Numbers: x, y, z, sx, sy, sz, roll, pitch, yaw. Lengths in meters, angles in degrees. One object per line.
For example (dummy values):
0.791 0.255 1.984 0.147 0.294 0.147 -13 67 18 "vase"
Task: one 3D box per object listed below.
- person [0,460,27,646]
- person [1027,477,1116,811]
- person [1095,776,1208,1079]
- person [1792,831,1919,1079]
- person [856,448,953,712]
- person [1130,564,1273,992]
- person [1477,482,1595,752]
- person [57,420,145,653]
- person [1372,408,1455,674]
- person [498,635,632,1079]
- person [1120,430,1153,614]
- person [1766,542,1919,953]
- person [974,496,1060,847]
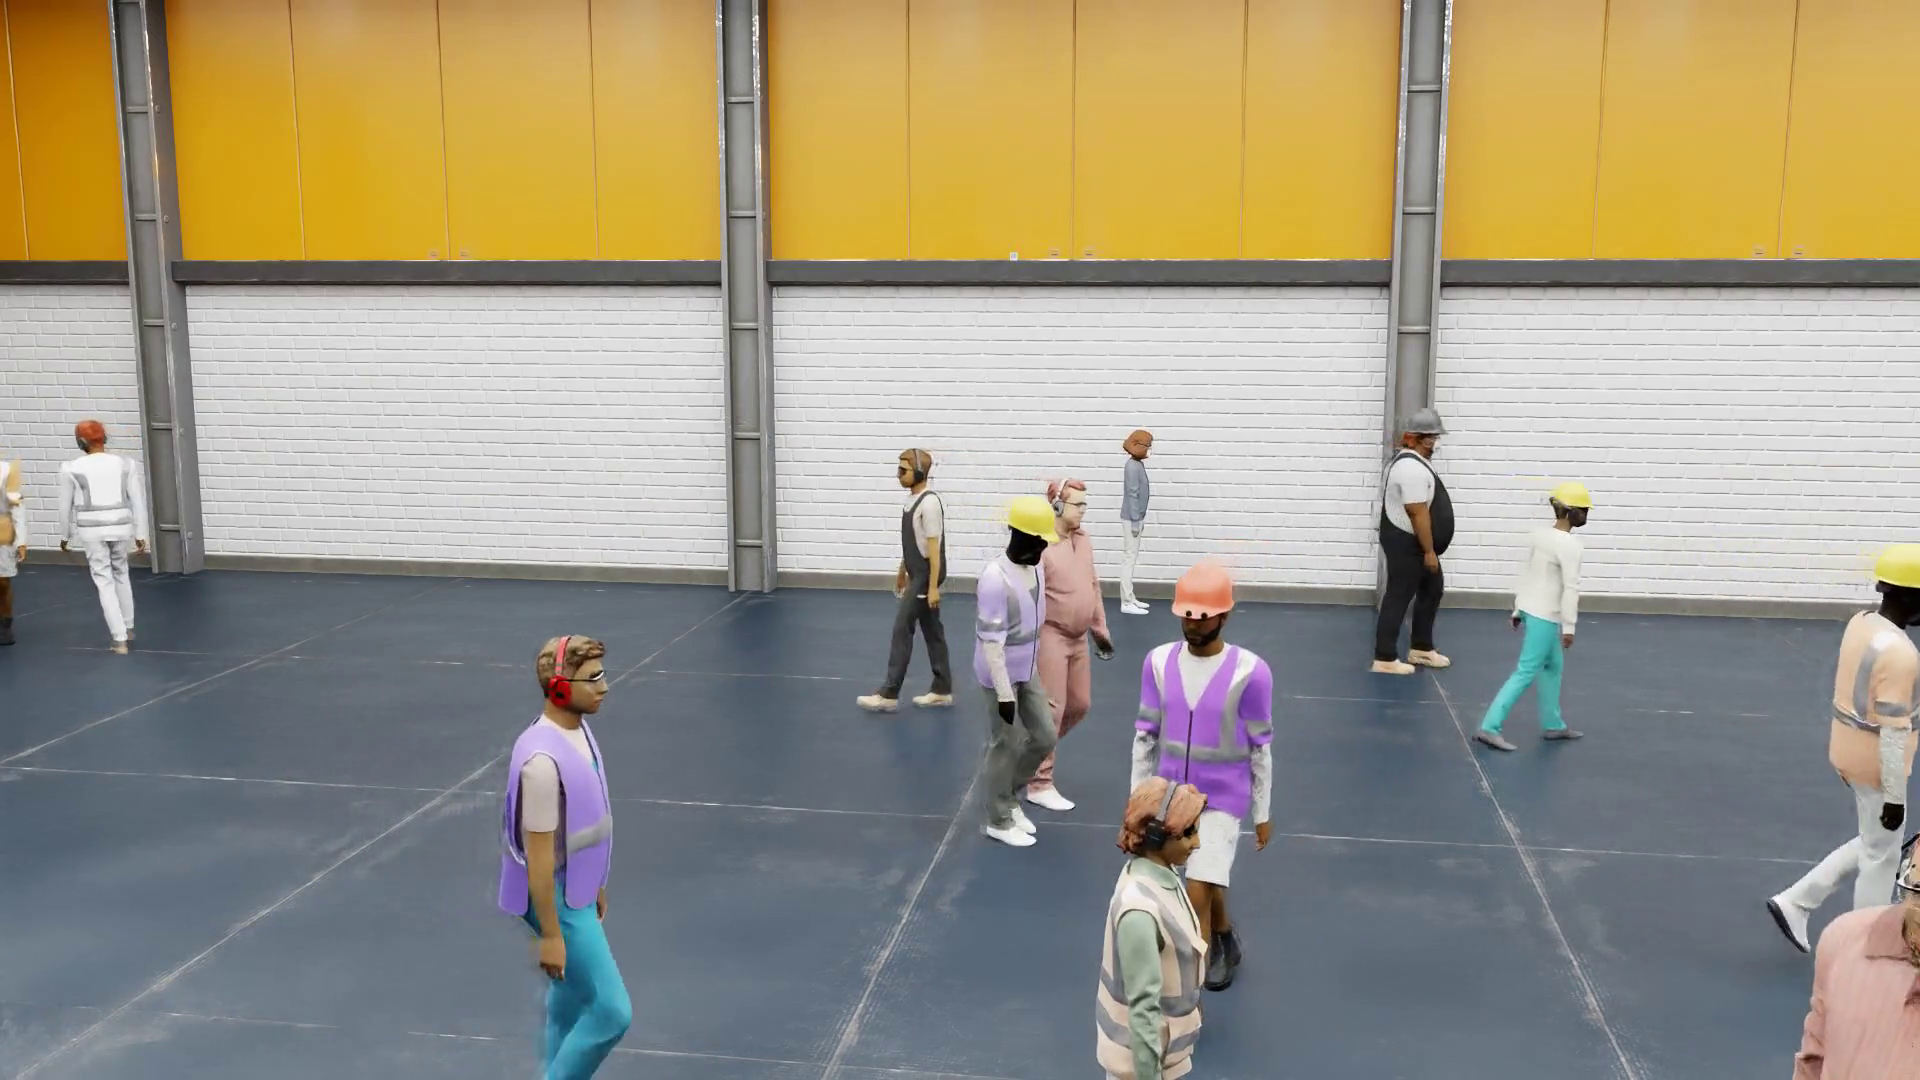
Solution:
-7.699 -0.024 13.152 0.547 1.894 0.962 -6 11 -31 "person"
0.508 0.568 9.510 0.552 1.880 0.650 7 11 35 "person"
0.535 1.465 4.696 0.312 1.639 0.512 2 9 10 "person"
2.200 1.499 3.743 0.687 1.880 0.648 -5 11 -30 "person"
-0.406 0.282 11.425 0.815 1.818 0.541 -2 9 -11 "person"
0.983 1.012 6.728 0.559 1.895 0.977 6 11 33 "person"
3.659 0.481 10.566 0.766 1.715 0.539 -1 9 -4 "person"
-6.898 -0.042 13.332 0.815 1.848 0.577 9 13 44 "person"
3.463 0.006 12.459 0.732 2.000 0.699 3 10 17 "person"
-1.310 1.219 5.595 0.449 1.833 0.592 -1 9 -4 "person"
1.562 -0.167 14.780 0.279 1.633 0.497 2 9 10 "person"
3.848 0.945 7.051 0.537 1.913 0.612 2 9 13 "person"
0.302 0.695 8.656 0.472 1.890 0.635 5 11 30 "person"
